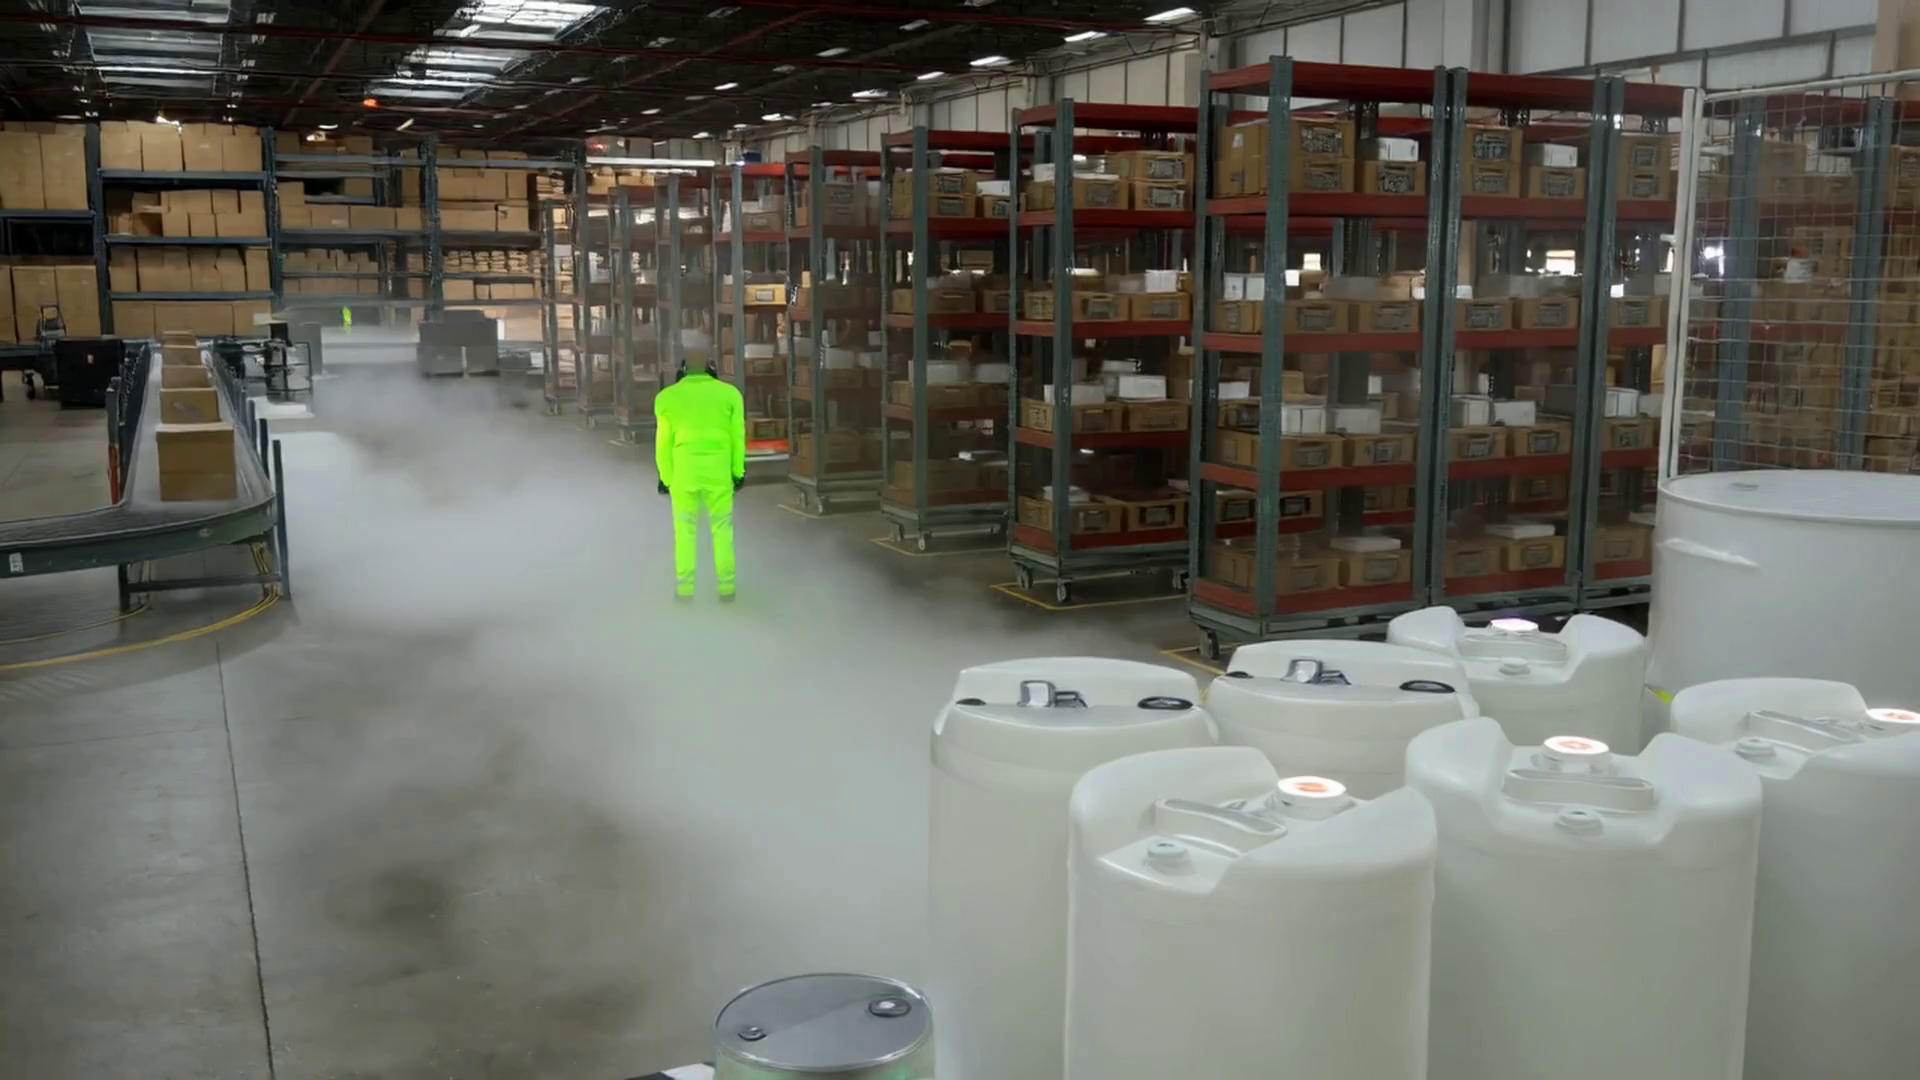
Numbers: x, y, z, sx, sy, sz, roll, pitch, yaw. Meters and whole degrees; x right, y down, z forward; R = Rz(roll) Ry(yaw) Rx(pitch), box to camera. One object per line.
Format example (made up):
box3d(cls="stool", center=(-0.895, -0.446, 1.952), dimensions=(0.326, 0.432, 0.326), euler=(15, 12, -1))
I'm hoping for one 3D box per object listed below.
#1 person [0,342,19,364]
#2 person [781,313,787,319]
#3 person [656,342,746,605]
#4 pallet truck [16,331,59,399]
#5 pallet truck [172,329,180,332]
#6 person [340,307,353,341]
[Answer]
box3d(cls="person", center=(-25.043, -5.410, 43.562), dimensions=(0.591, 1.612, 0.507), euler=(-3, 10, -19))
box3d(cls="person", center=(-4.664, -5.977, 45.961), dimensions=(0.611, 1.985, 0.414), euler=(-6, 11, -33))
box3d(cls="person", center=(-1.879, -0.478, 12.068), dimensions=(0.652, 1.905, 0.408), euler=(-2, 9, -15))
box3d(cls="pallet truck", center=(-17.082, -3.353, 31.781), dimensions=(1.630, 1.274, 0.653), euler=(-4, 10, -25))
box3d(cls="pallet truck", center=(-17.275, -3.851, 35.096), dimensions=(1.601, 1.201, 0.680), euler=(0, 9, 1))
box3d(cls="person", center=(-19.988, -7.124, 54.185), dimensions=(0.375, 1.624, 0.510), euler=(-5, 10, -26))
